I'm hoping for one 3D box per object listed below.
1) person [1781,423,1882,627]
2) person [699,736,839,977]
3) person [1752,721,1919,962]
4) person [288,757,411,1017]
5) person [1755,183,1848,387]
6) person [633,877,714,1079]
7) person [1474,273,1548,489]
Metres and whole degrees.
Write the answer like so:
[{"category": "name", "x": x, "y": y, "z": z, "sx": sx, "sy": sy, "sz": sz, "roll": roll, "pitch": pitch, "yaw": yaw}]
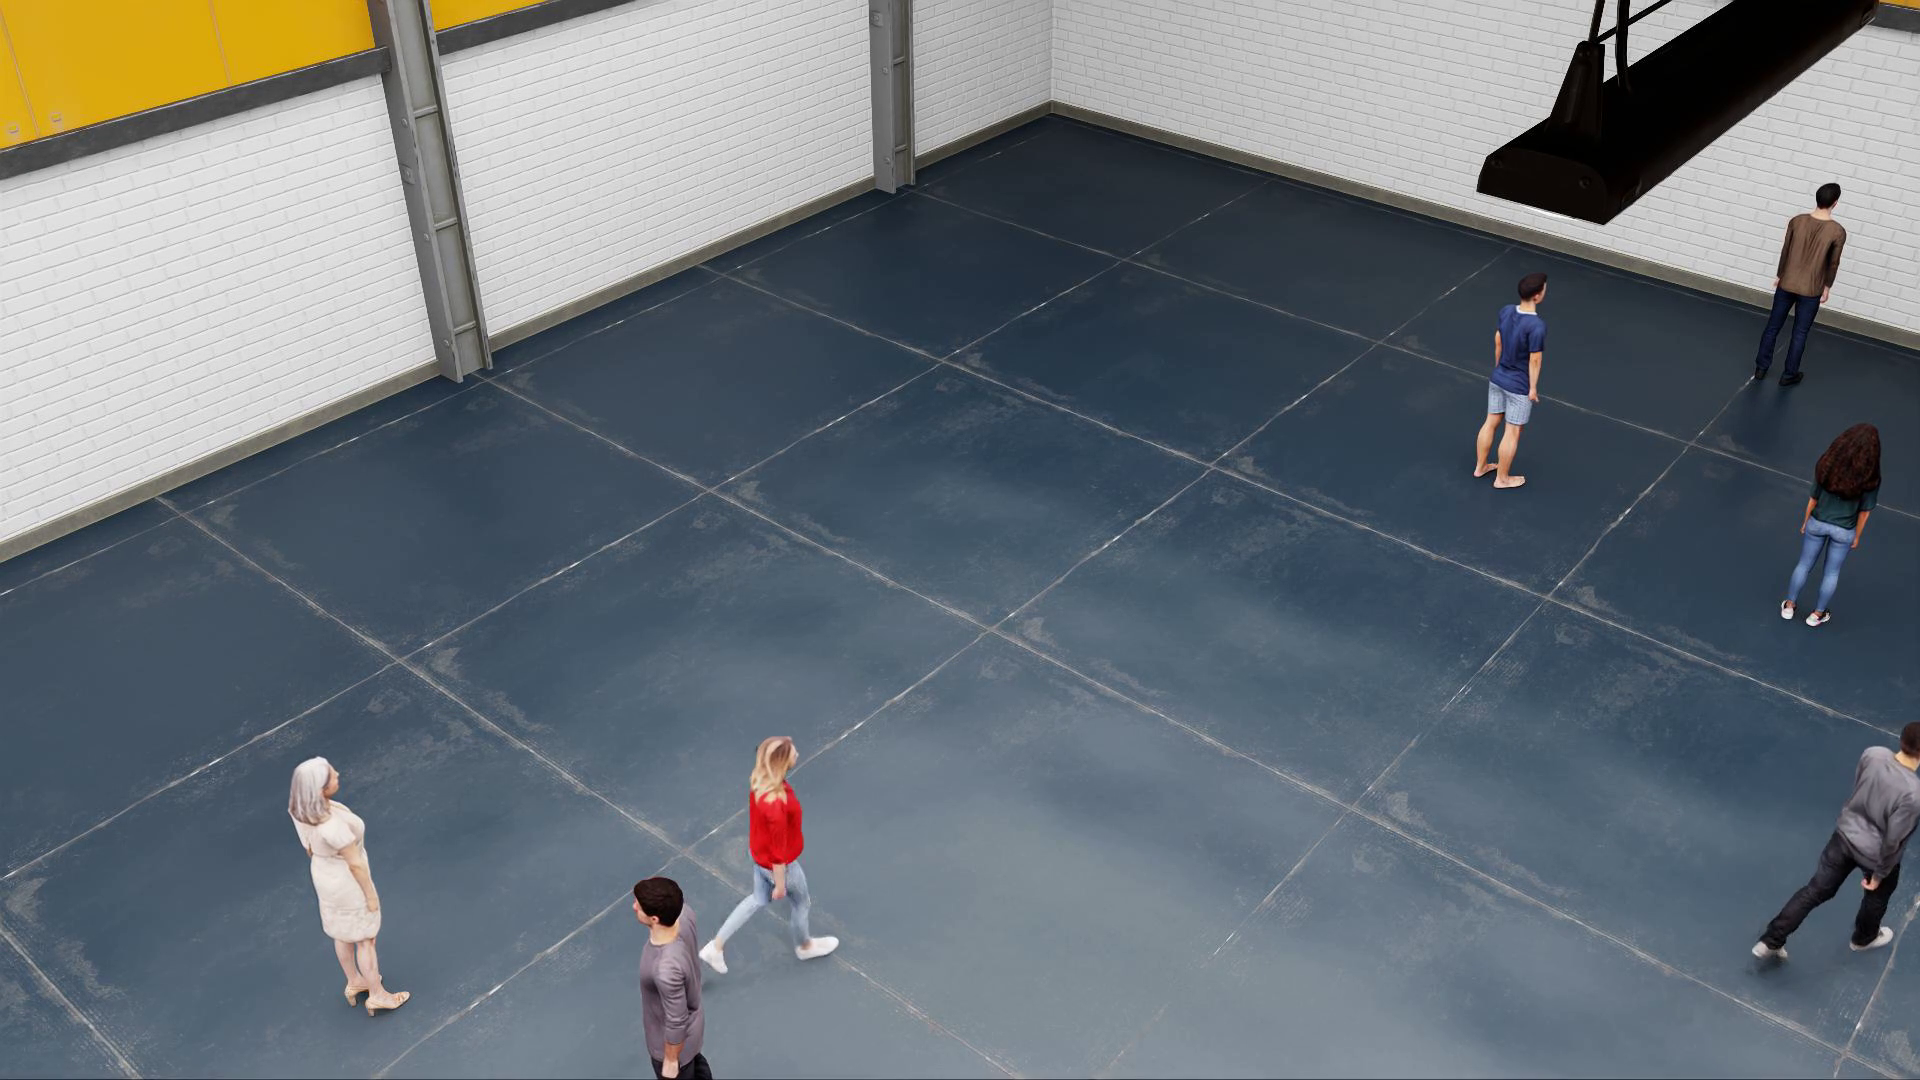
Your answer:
[{"category": "person", "x": 6.222, "y": -0.109, "z": 11.859, "sx": 0.598, "sy": 1.617, "sz": 0.592, "roll": 23, "pitch": 40, "yaw": 30}, {"category": "person", "x": -1.074, "y": 1.743, "z": 9.013, "sx": 1.128, "sy": 1.684, "sz": 0.905, "roll": -13, "pitch": 36, "yaw": -19}, {"category": "person", "x": 4.853, "y": 1.690, "z": 9.054, "sx": 1.238, "sy": 1.725, "sz": 1.007, "roll": -12, "pitch": 35, "yaw": -17}, {"category": "person", "x": -3.263, "y": 1.843, "z": 8.814, "sx": 0.613, "sy": 1.736, "sz": 0.559, "roll": 21, "pitch": 39, "yaw": 29}, {"category": "person", "x": 7.536, "y": -2.293, "z": 14.901, "sx": 0.646, "sy": 1.887, "sz": 0.543, "roll": 26, "pitch": 42, "yaw": 34}, {"category": "person", "x": -1.361, "y": 2.316, "z": 7.998, "sx": 0.799, "sy": 1.853, "sz": 0.724, "roll": -1, "pitch": 34, "yaw": -2}, {"category": "person", "x": 4.464, "y": -1.289, "z": 13.423, "sx": 0.679, "sy": 1.850, "sz": 0.691, "roll": -17, "pitch": 37, "yaw": -24}]
